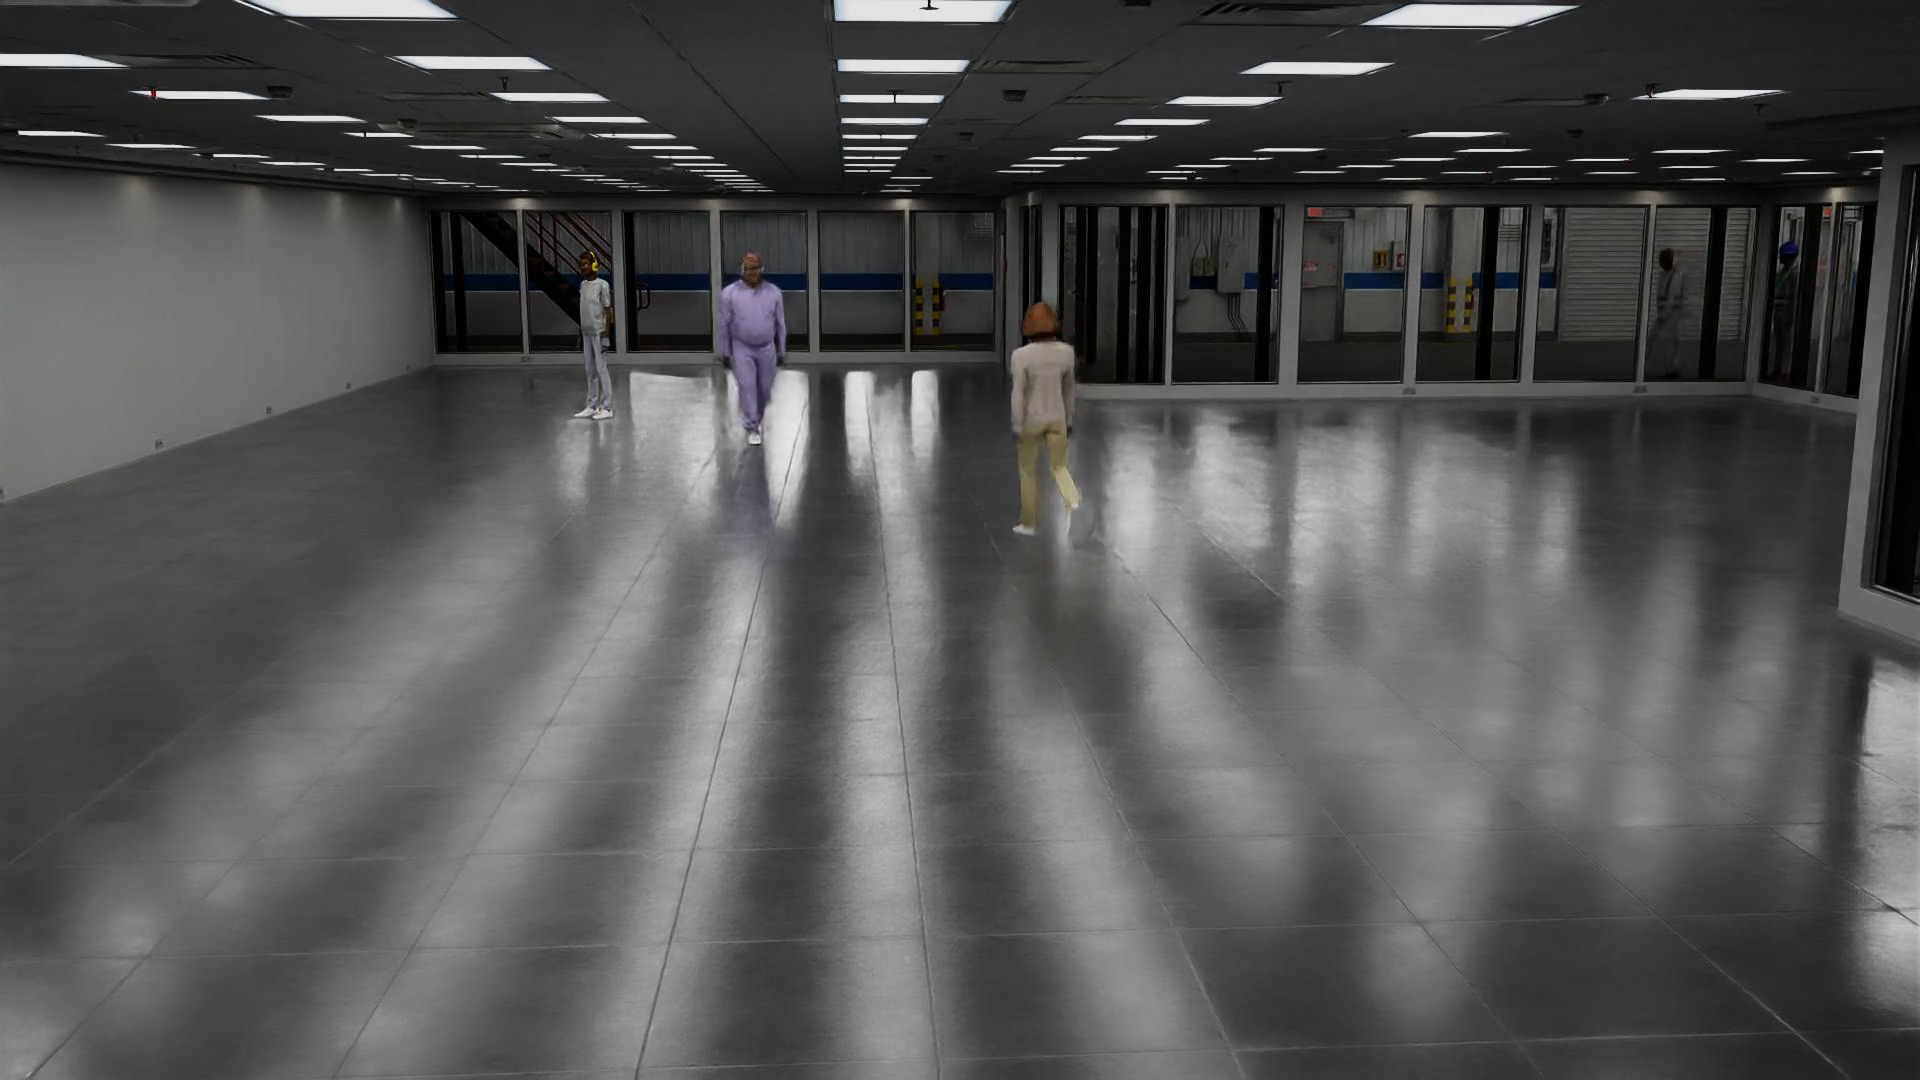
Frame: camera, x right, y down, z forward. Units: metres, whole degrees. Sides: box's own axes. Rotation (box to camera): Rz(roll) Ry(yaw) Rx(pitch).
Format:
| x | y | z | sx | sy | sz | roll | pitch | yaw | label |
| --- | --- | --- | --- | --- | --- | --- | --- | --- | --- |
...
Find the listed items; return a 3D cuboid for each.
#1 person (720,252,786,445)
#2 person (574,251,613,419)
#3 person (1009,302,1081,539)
| x | y | z | sx | sy | sz | roll | pitch | yaw | label |
| --- | --- | --- | --- | --- | --- | --- | --- | --- | --- |
| -2.053 | -1.902 | 16.496 | 0.650 | 1.888 | 0.664 | -3 | 11 | -18 | person |
| -4.109 | -2.282 | 18.613 | 0.531 | 1.865 | 0.317 | 9 | 14 | 39 | person |
| 0.577 | -0.791 | 11.207 | 0.509 | 1.612 | 0.649 | -5 | 12 | -24 | person |
